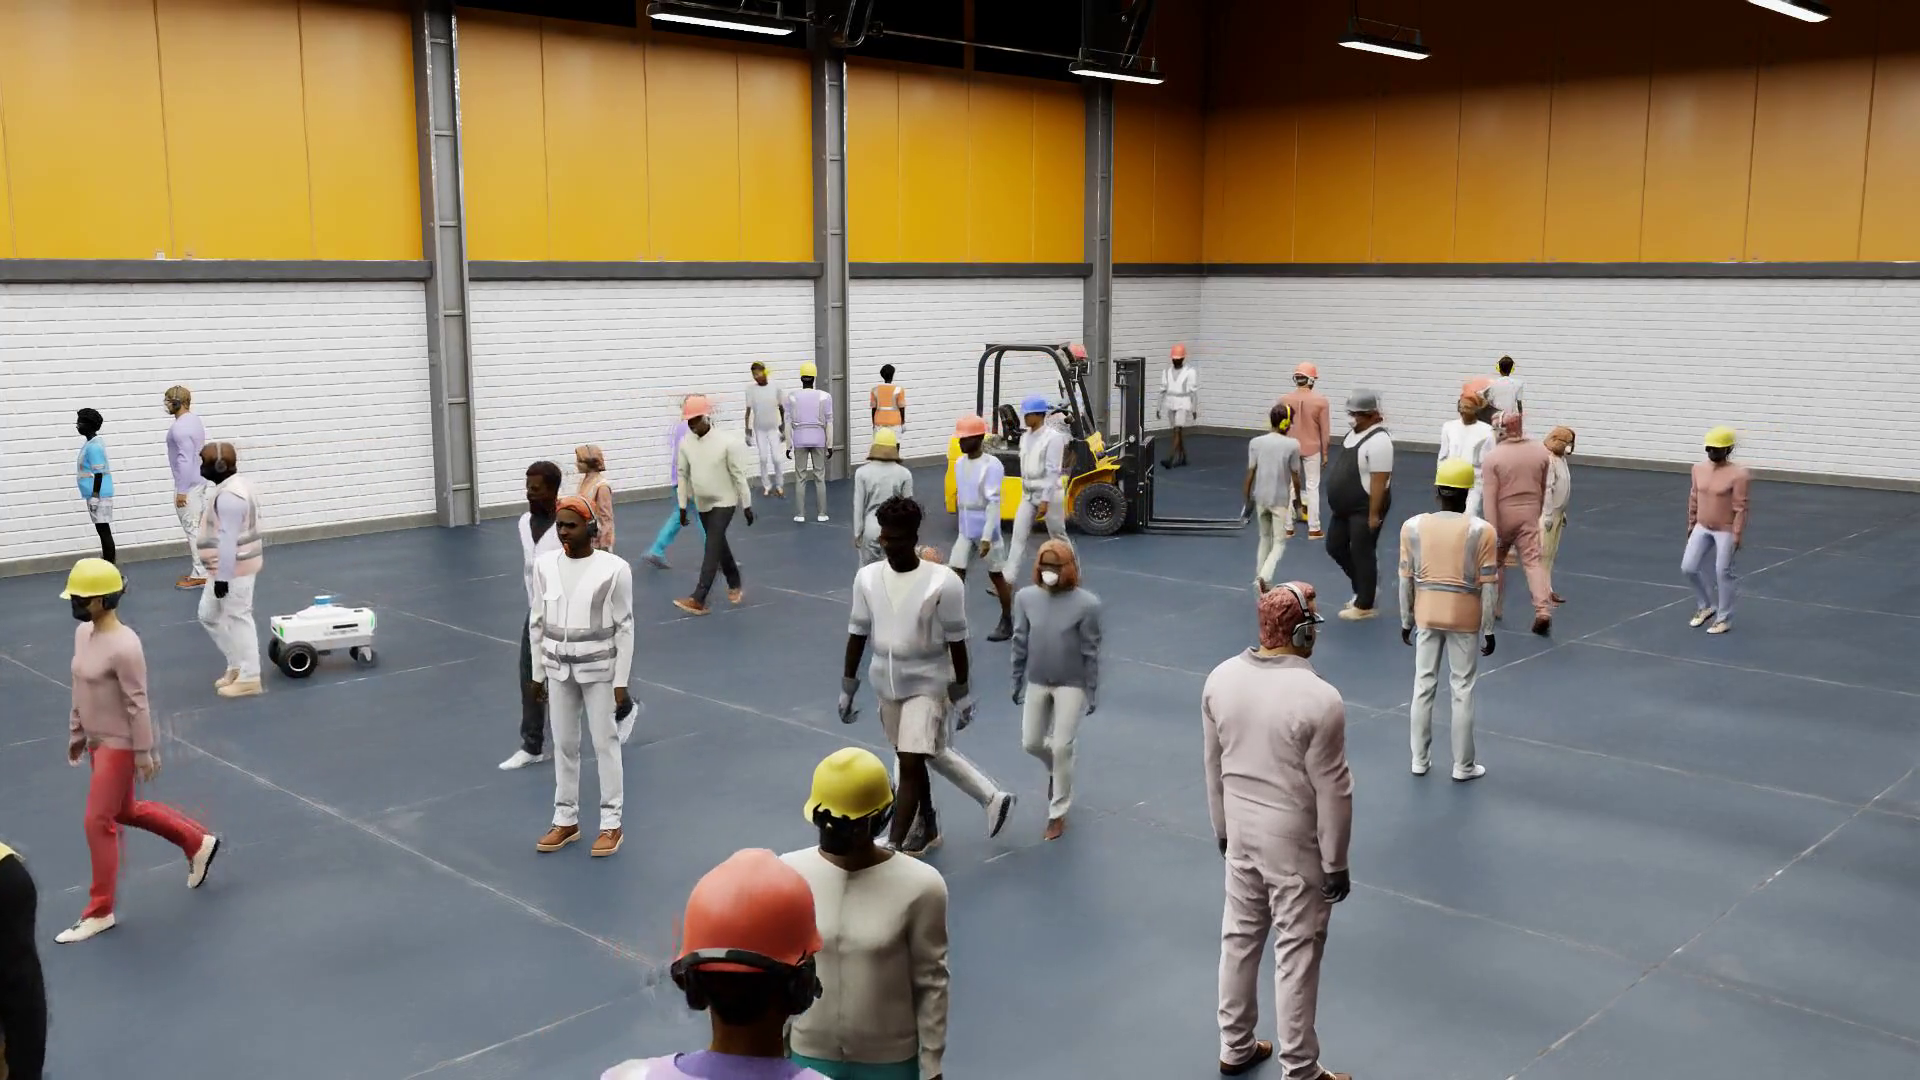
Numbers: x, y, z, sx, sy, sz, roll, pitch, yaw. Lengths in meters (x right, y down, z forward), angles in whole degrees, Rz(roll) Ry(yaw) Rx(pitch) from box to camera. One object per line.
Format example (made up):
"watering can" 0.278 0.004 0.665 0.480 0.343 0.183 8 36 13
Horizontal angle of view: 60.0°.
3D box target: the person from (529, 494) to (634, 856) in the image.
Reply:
"person" -1.967 0.699 8.626 0.576 1.882 0.355 2 10 14

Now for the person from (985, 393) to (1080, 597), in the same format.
"person" 0.726 -0.403 15.360 0.978 1.898 0.603 -7 12 -38

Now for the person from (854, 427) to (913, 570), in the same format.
"person" -0.638 -0.075 13.825 0.506 1.726 0.378 -2 9 -11

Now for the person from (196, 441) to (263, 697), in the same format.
"person" -5.196 0.211 11.777 0.488 1.826 0.649 -4 10 -25

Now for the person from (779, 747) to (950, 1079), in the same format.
"person" -0.292 1.418 4.586 0.524 1.764 0.329 1 9 7

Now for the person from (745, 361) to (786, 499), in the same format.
"person" -2.563 -1.441 21.898 0.540 1.829 0.516 -1 9 -6

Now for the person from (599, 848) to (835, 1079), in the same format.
"person" -0.370 1.544 3.085 0.632 2.002 0.873 2 10 14

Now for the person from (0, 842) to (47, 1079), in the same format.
"person" -2.795 1.422 4.479 0.639 1.797 0.945 -2 10 -14

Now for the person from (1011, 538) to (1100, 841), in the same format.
"person" 0.536 0.773 8.998 0.503 1.616 0.538 4 10 24

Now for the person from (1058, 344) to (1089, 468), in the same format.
"person" 1.538 -1.633 22.471 0.433 2.028 0.603 -5 10 -27

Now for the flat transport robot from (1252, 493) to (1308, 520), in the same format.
"flat transport robot" 3.993 -0.446 20.572 0.652 0.197 1.431 1 9 6

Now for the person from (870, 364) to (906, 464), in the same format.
"person" -1.015 -1.638 23.544 0.535 1.693 0.320 3 10 17

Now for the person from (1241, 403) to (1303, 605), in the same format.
"person" 2.783 -0.316 15.007 0.537 1.839 0.771 7 11 36

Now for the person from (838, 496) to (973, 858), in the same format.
"person" -0.319 0.740 8.266 0.646 1.911 1.002 5 11 29

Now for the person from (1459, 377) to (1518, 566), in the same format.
"person" 5.388 -0.697 17.066 0.793 1.938 0.662 -5 10 -27

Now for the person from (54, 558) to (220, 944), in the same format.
"person" -3.862 0.919 7.732 0.526 1.739 0.776 8 12 42

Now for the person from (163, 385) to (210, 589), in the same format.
"person" -7.339 -0.504 15.827 0.353 1.937 0.635 -2 9 -13

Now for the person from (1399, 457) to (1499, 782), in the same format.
"person" 2.899 0.470 9.883 0.584 1.929 0.371 6 11 33

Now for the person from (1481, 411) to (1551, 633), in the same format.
"person" 4.686 -0.166 14.030 0.657 1.853 1.009 -1 9 -7

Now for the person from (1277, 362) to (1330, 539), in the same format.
"person" 3.860 -0.998 18.704 0.608 1.988 0.392 4 10 24

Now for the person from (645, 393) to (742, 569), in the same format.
"person" -2.735 -0.585 16.749 0.932 1.809 0.586 -3 10 -17

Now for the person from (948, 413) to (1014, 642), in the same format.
"person" 0.110 -0.070 13.331 0.564 1.885 0.988 9 13 43

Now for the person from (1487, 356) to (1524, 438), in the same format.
"person" 7.335 -1.552 22.507 0.566 1.874 0.410 1 9 8

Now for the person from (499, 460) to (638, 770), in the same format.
"person" -2.441 0.430 10.290 0.597 1.888 0.910 7 12 37

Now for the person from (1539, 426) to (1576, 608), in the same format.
"person" 5.355 -0.215 14.988 0.278 1.633 0.498 6 11 33

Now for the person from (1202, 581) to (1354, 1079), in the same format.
"person" 1.190 1.096 6.119 0.409 1.908 0.639 -7 12 -38

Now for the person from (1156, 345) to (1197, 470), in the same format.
"person" 3.255 -2.014 25.269 0.584 1.869 1.021 6 11 34

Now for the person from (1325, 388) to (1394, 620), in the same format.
"person" 3.436 -0.317 14.368 0.536 2.000 0.700 -2 9 -11

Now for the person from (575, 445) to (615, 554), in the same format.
"person" -2.934 0.046 13.381 0.311 1.636 0.523 -6 11 -33

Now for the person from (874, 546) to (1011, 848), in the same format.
"person" -0.110 0.829 8.649 0.669 1.620 0.523 2 9 9

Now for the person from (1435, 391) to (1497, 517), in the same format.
"person" 4.931 -0.522 16.147 0.599 1.870 0.593 -9 13 -44

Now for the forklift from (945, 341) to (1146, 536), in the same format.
"forklift" 0.977 -1.223 19.452 2.313 2.155 1.214 2 9 11

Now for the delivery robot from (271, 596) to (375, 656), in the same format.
"delivery robot" -4.817 0.666 12.596 0.707 0.478 0.477 -6 11 -32

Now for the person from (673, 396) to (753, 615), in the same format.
"person" -2.194 -0.321 14.766 0.682 1.920 1.048 5 10 27

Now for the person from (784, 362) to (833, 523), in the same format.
"person" -1.808 -1.162 19.900 0.588 1.927 0.370 -1 9 -7

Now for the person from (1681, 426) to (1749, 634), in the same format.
"person" 6.265 -0.079 13.808 0.435 1.743 0.552 -6 11 -32

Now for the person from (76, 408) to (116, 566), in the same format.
"person" -8.391 -0.437 16.155 0.319 1.697 0.532 -5 11 -28
